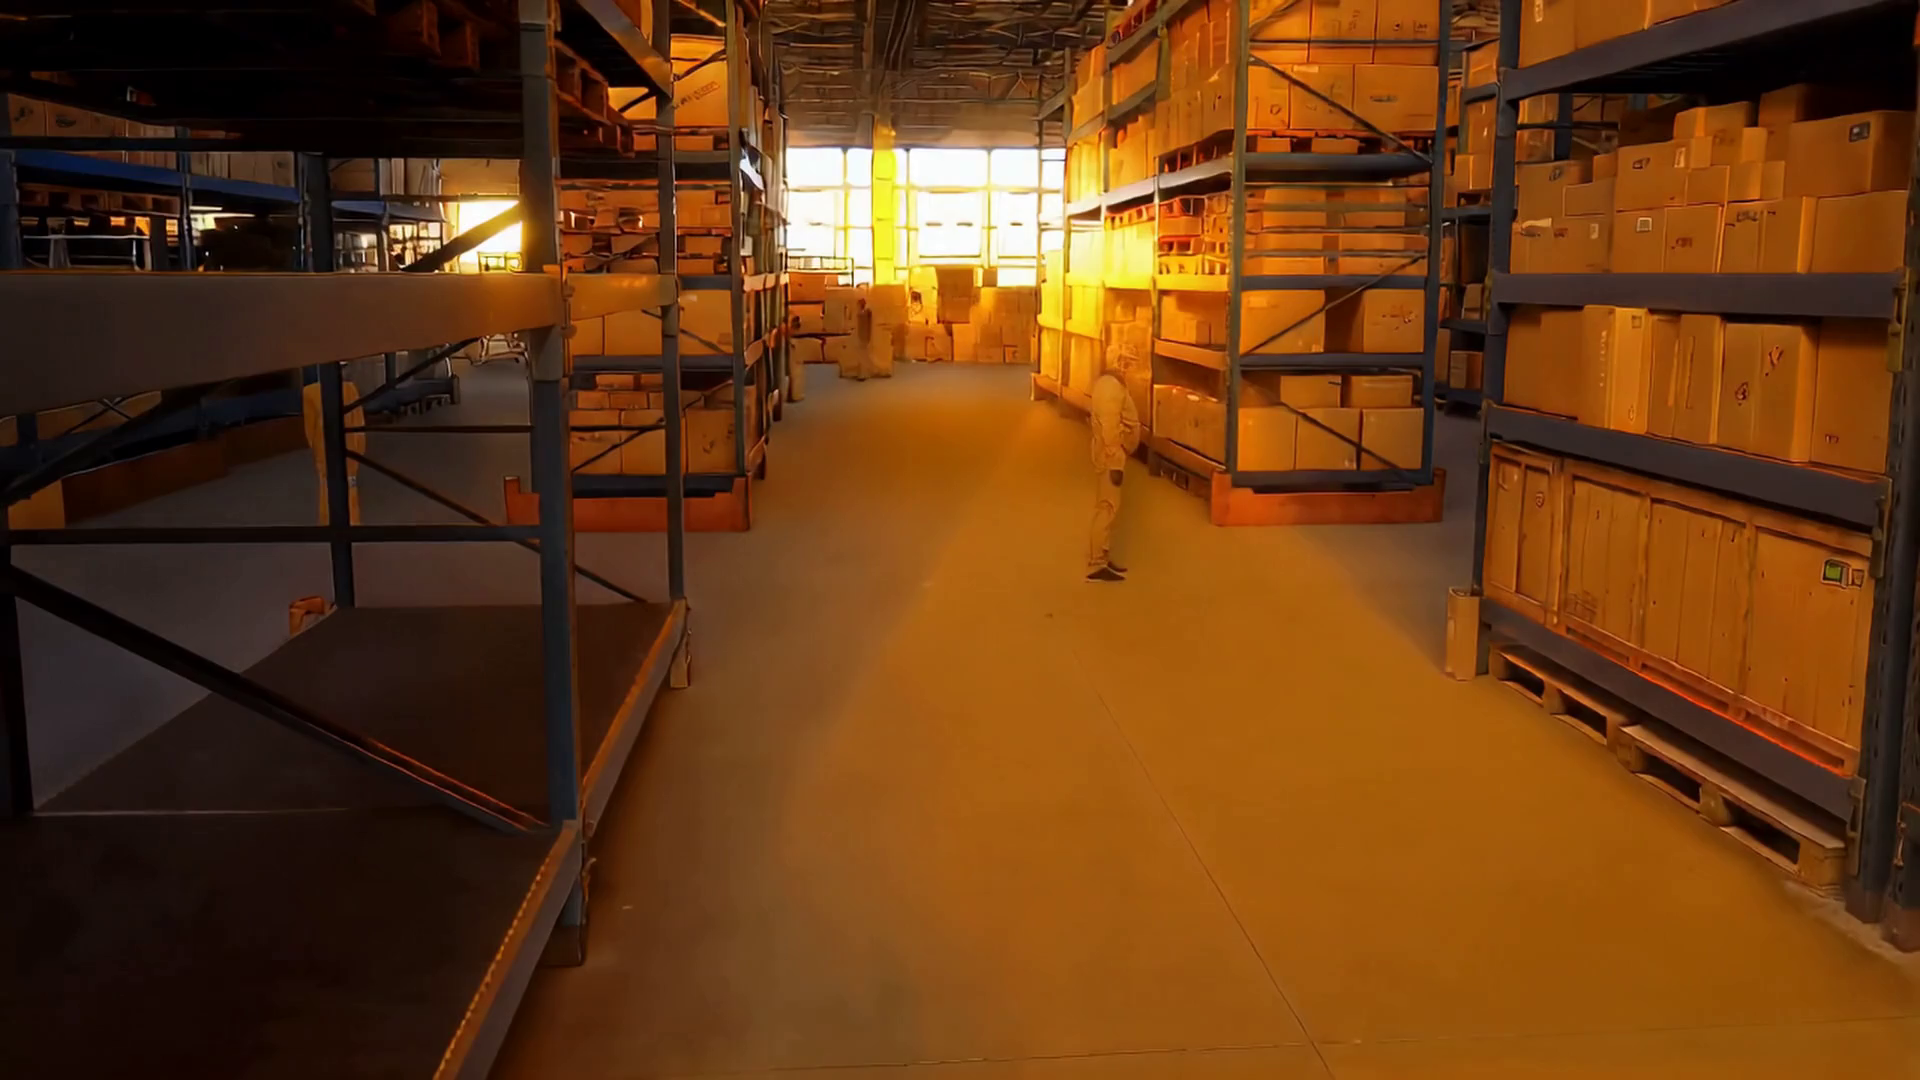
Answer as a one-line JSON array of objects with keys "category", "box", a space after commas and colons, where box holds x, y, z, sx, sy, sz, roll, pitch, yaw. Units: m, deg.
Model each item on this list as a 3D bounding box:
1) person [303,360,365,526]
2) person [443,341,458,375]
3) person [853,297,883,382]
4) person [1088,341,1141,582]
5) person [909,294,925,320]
[{"category": "person", "box": [-5.676, -0.878, 15.132, 0.526, 1.769, 0.316, -1, 9, -7]}, {"category": "person", "box": [-12.431, -4.971, 40.253, 0.613, 1.956, 0.373, 3, 9, 17]}, {"category": "person", "box": [-2.107, -4.504, 37.425, 0.563, 1.926, 0.641, -4, 10, -24]}, {"category": "person", "box": [1.229, -0.623, 13.161, 0.404, 1.895, 0.662, 1, 9, 5]}, {"category": "person", "box": [-1.273, -6.522, 50.354, 0.429, 1.837, 0.620, 5, 10, 30]}]
